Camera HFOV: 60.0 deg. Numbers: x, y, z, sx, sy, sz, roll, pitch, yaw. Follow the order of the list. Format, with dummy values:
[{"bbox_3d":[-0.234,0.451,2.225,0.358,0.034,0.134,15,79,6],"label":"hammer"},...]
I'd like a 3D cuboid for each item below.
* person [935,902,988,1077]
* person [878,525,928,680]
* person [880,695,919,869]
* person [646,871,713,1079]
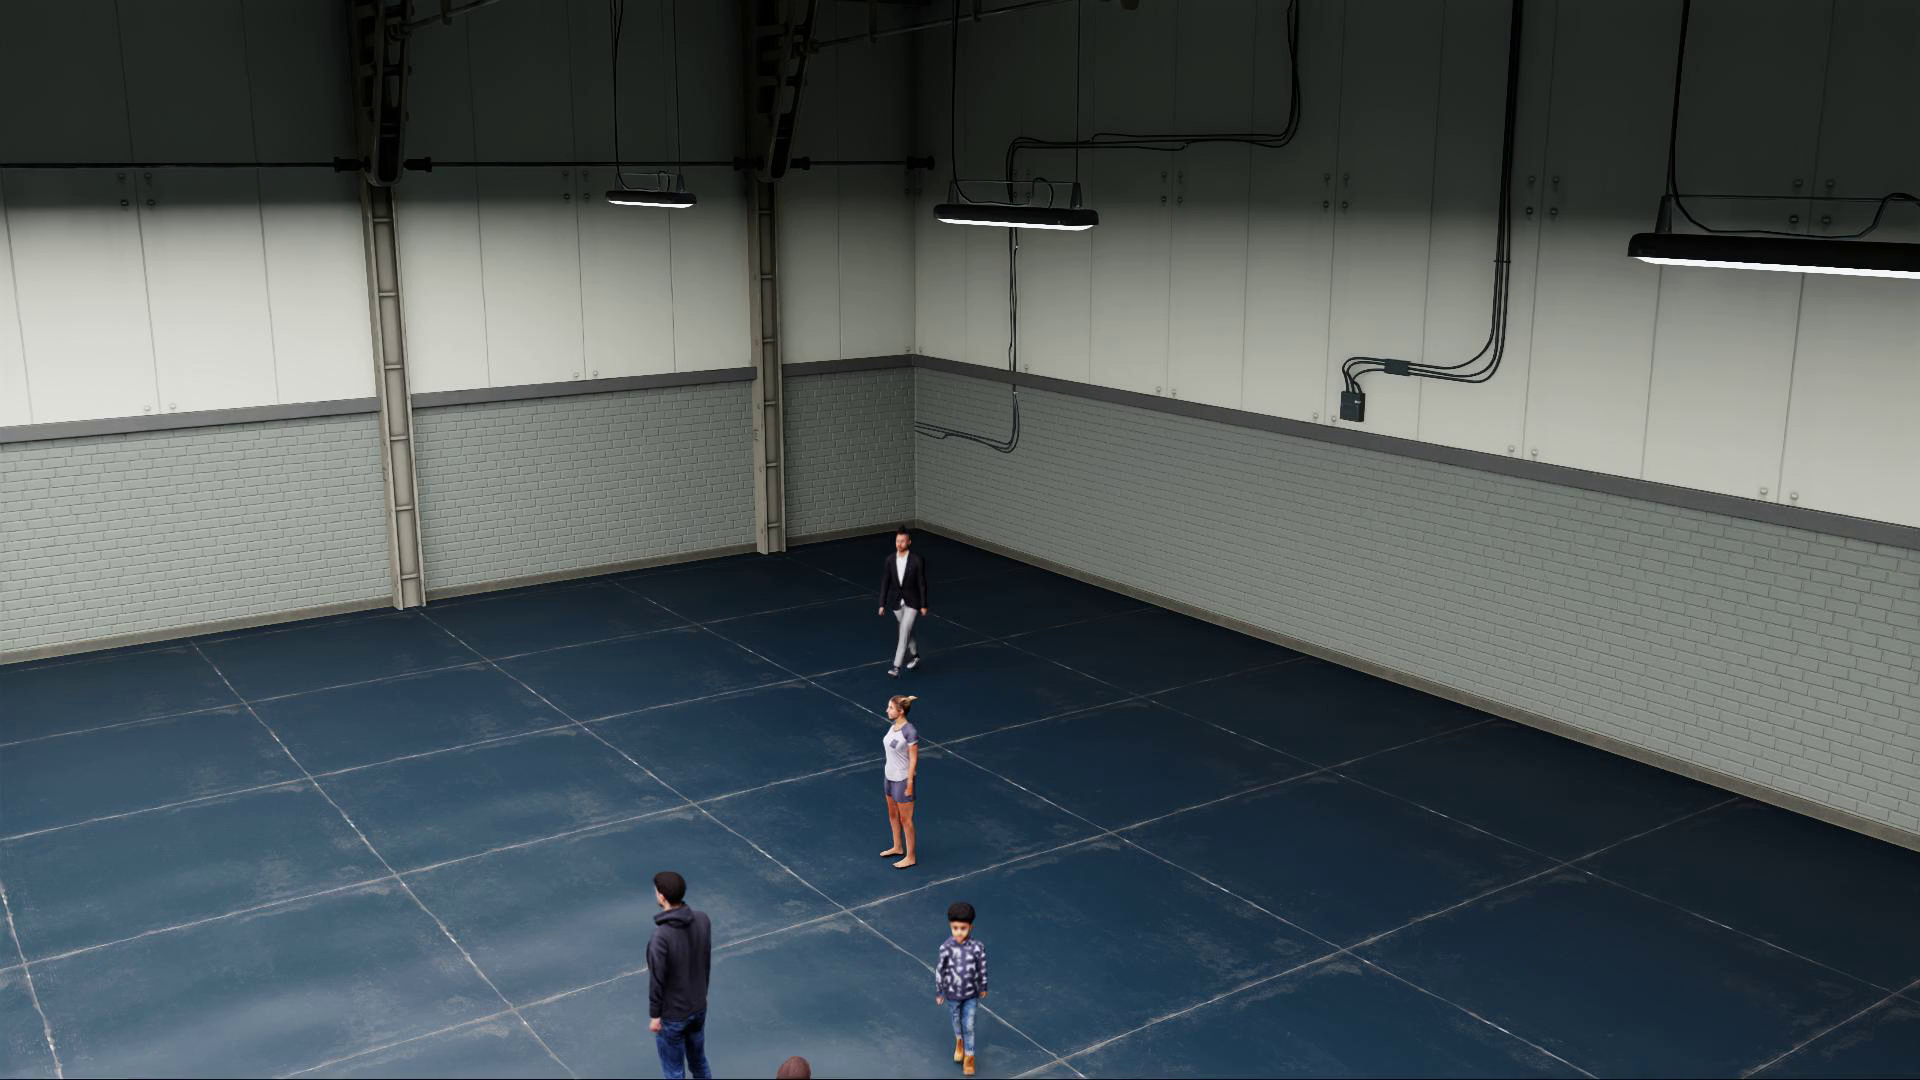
[{"bbox_3d":[0.019,3.189,11.986,0.797,1.227,0.832,1,13,4],"label":"person"},{"bbox_3d":[-0.649,0.771,20.950,1.138,1.893,1.346,6,14,24],"label":"person"},{"bbox_3d":[-0.548,2.205,15.354,0.547,1.624,0.595,-7,15,-28],"label":"person"},{"bbox_3d":[-1.837,3.083,10.975,0.797,1.889,0.641,9,16,34],"label":"person"}]
